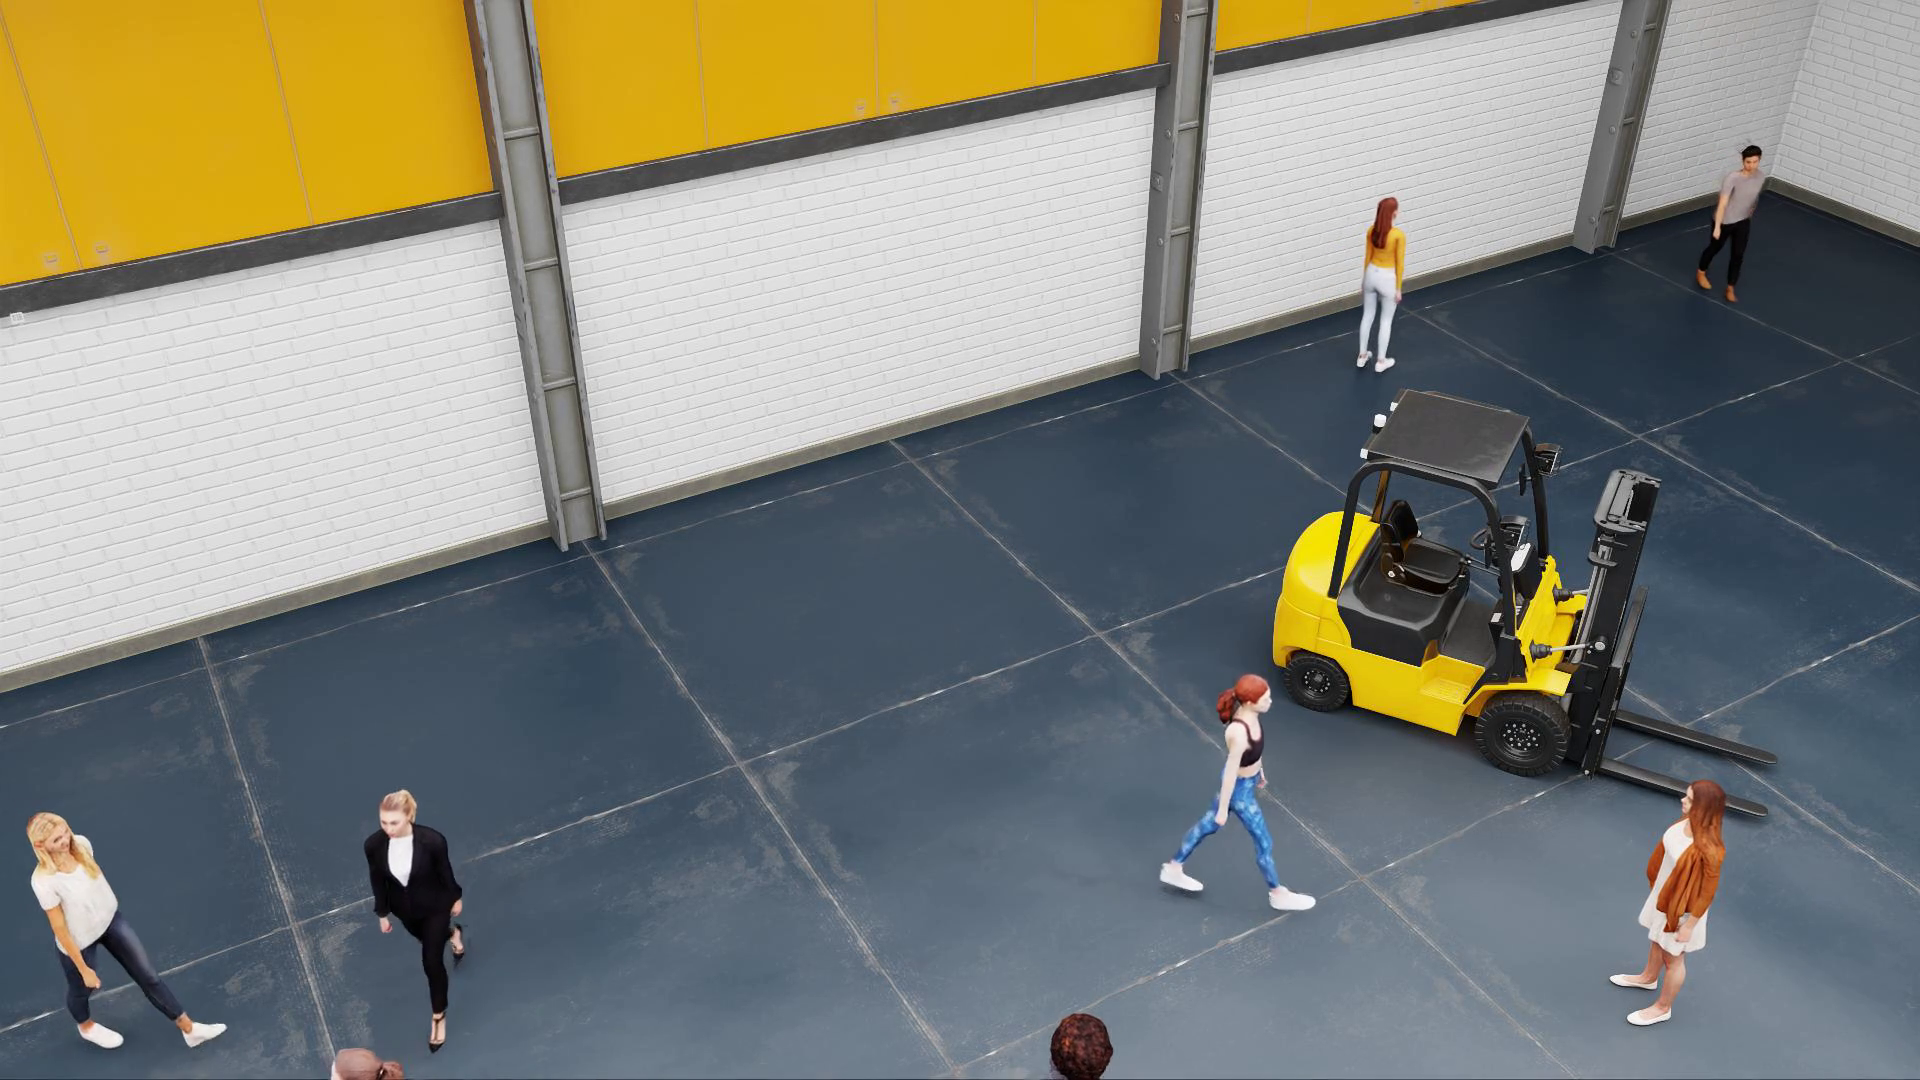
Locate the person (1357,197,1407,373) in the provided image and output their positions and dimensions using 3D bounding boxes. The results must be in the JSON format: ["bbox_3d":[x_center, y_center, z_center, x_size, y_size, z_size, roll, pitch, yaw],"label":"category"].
[{"bbox_3d":[4.036,-2.462,16.005,0.655,1.746,0.655,28,42,35],"label":"person"}]

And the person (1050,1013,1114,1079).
[{"bbox_3d":[0.471,2.943,7.927,0.877,1.689,0.605,-18,38,-25],"label":"person"}]

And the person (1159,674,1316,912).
[{"bbox_3d":[1.584,1.524,10.020,1.191,1.734,1.121,8,35,12],"label":"person"}]

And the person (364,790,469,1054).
[{"bbox_3d":[-2.998,2.011,9.342,1.101,1.673,1.020,1,34,1],"label":"person"}]

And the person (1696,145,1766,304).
[{"bbox_3d":[8.079,-3.377,17.446,1.059,1.676,0.990,-4,34,-6],"label":"person"}]

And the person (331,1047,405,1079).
[{"bbox_3d":[-2.572,2.995,7.800,0.733,1.741,0.701,-3,34,-4],"label":"person"}]

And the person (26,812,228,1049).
[{"bbox_3d":[-4.803,2.159,9.031,1.182,1.771,1.107,7,34,11],"label":"person"}]

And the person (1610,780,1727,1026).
[{"bbox_3d":[4.027,2.009,9.302,0.728,1.721,0.717,0,34,0],"label":"person"}]
